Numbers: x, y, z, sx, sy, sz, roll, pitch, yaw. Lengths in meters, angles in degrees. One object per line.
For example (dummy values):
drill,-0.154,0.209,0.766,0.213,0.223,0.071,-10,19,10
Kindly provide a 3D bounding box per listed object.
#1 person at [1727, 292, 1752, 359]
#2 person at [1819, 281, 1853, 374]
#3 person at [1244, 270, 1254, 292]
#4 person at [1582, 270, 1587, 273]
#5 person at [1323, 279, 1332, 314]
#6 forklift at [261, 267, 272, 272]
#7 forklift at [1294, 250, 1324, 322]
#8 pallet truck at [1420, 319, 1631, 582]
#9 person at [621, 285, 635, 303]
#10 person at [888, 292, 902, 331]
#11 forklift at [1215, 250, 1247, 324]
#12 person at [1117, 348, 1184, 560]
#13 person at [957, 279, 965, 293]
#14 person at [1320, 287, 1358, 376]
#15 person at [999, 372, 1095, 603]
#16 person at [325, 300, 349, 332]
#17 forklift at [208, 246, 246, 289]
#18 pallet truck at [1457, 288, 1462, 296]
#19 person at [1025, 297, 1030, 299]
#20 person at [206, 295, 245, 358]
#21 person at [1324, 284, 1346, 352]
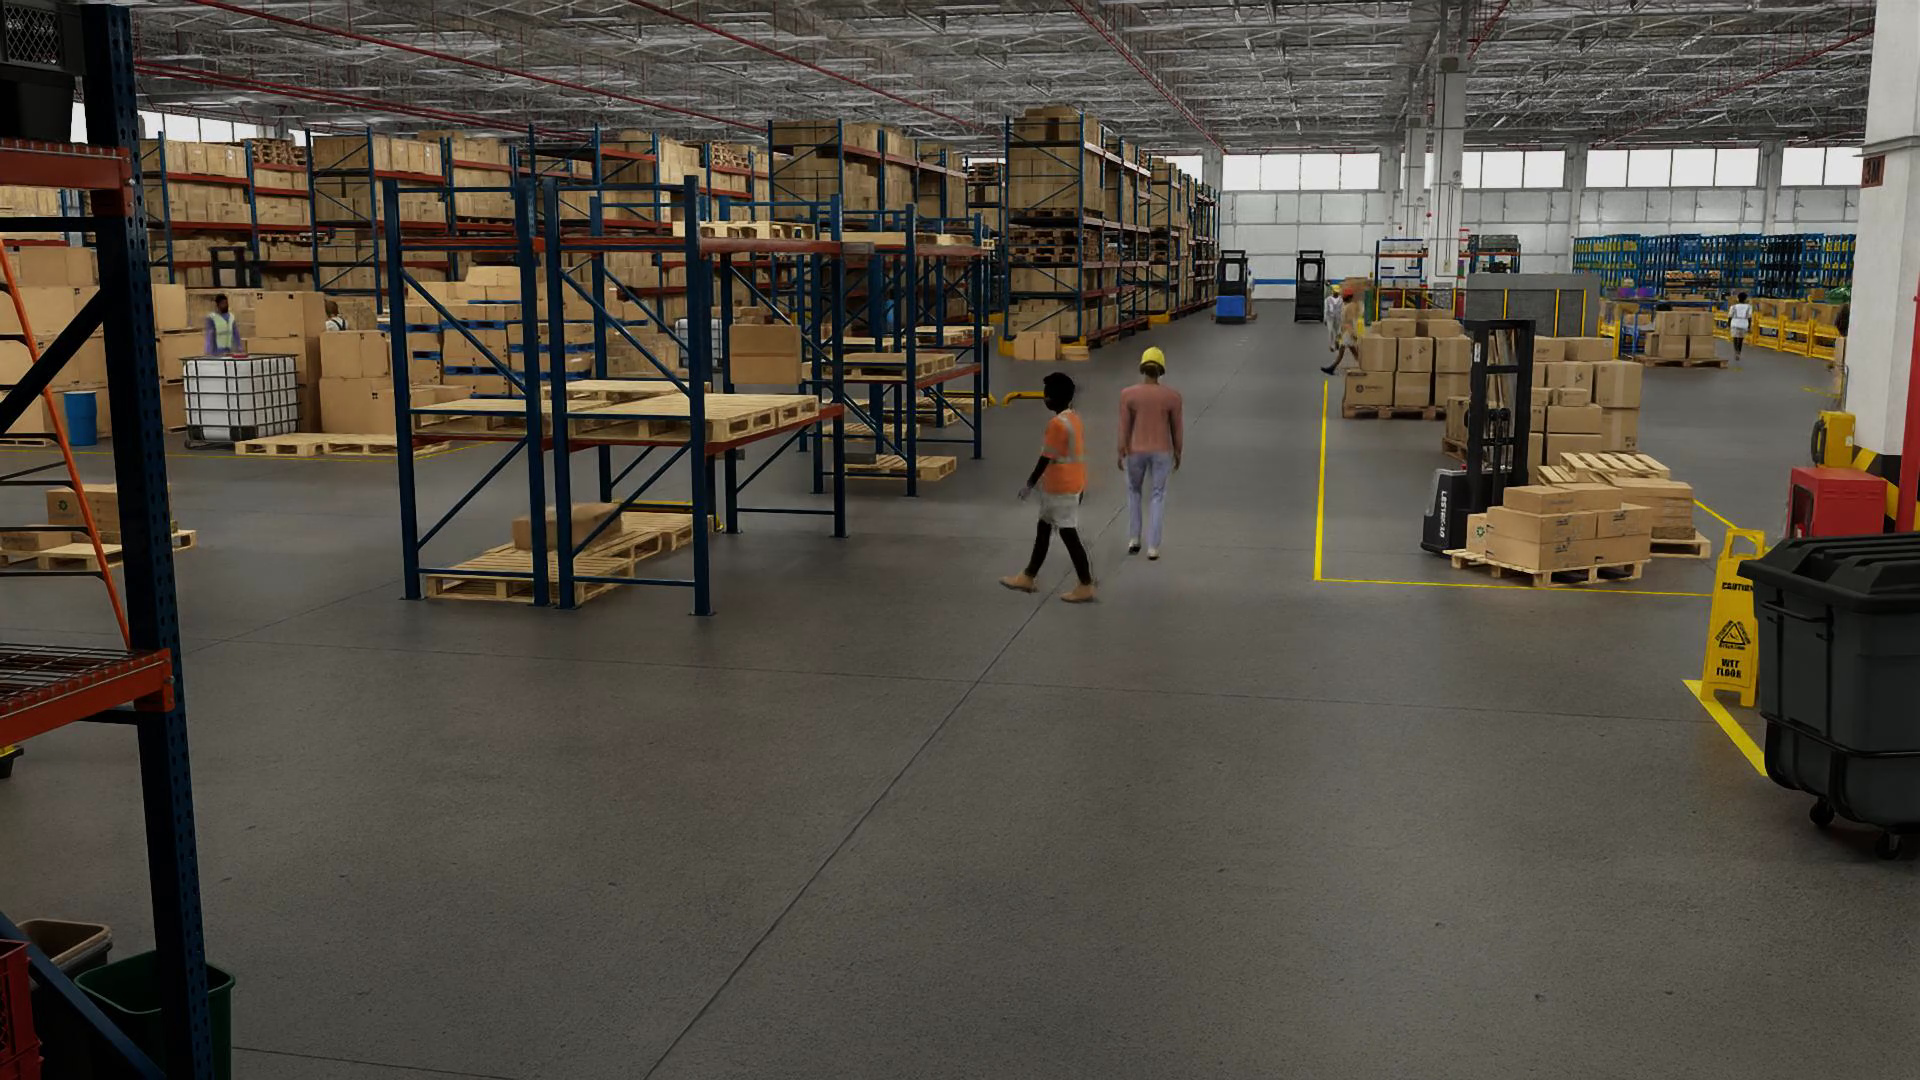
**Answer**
person,19.193,-5.260,40.918,0.534,1.669,0.739,2,10,11
person,19.071,-4.590,35.870,0.956,2.000,0.703,3,10,15
person,15.504,-13.525,89.188,0.610,1.912,0.957,-3,10,-17
person,30.536,-12.214,81.326,1.036,1.949,0.614,-2,10,-9
person,15.633,-10.291,70.824,0.500,1.636,0.284,-2,10,-12
forklift,-23.947,-8.640,57.368,1.873,2.768,1.129,-1,10,-5
forklift,13.778,-10.002,65.433,1.129,2.768,1.873,2,10,12
pallet truck,4.543,-0.757,13.299,0.823,1.965,1.885,-4,10,-22
person,-7.066,-4.532,35.873,0.935,1.933,0.615,1,10,6
person,-1.783,-5.802,44.187,0.324,1.664,0.709,-6,11,-33
forklift,10.389,-9.676,63.506,1.129,2.768,1.873,2,10,12
person,1.591,-0.733,13.923,0.549,1.734,0.770,1,10,6
person,0.001,-11.229,75.525,0.579,1.921,0.452,3,10,18
person,8.179,-4.431,35.381,1.008,1.879,0.563,0,10,-2
person,0.627,-0.374,11.991,0.772,1.659,0.544,2,10,11
person,-9.688,-2.798,25.851,0.343,1.840,0.506,3,10,19
forklift,-20.152,-6.698,45.869,1.129,2.768,1.873,2,10,12
pallet truck,20.506,-9.785,68.819,0.653,1.274,1.630,2,10,12
person,2.506,-8.264,57.925,0.630,1.940,0.373,-9,13,-43
person,-12.706,-3.300,28.794,1.046,1.852,0.595,2,10,14
person,10.023,-5.930,44.459,0.603,1.817,0.511,2,10,9
